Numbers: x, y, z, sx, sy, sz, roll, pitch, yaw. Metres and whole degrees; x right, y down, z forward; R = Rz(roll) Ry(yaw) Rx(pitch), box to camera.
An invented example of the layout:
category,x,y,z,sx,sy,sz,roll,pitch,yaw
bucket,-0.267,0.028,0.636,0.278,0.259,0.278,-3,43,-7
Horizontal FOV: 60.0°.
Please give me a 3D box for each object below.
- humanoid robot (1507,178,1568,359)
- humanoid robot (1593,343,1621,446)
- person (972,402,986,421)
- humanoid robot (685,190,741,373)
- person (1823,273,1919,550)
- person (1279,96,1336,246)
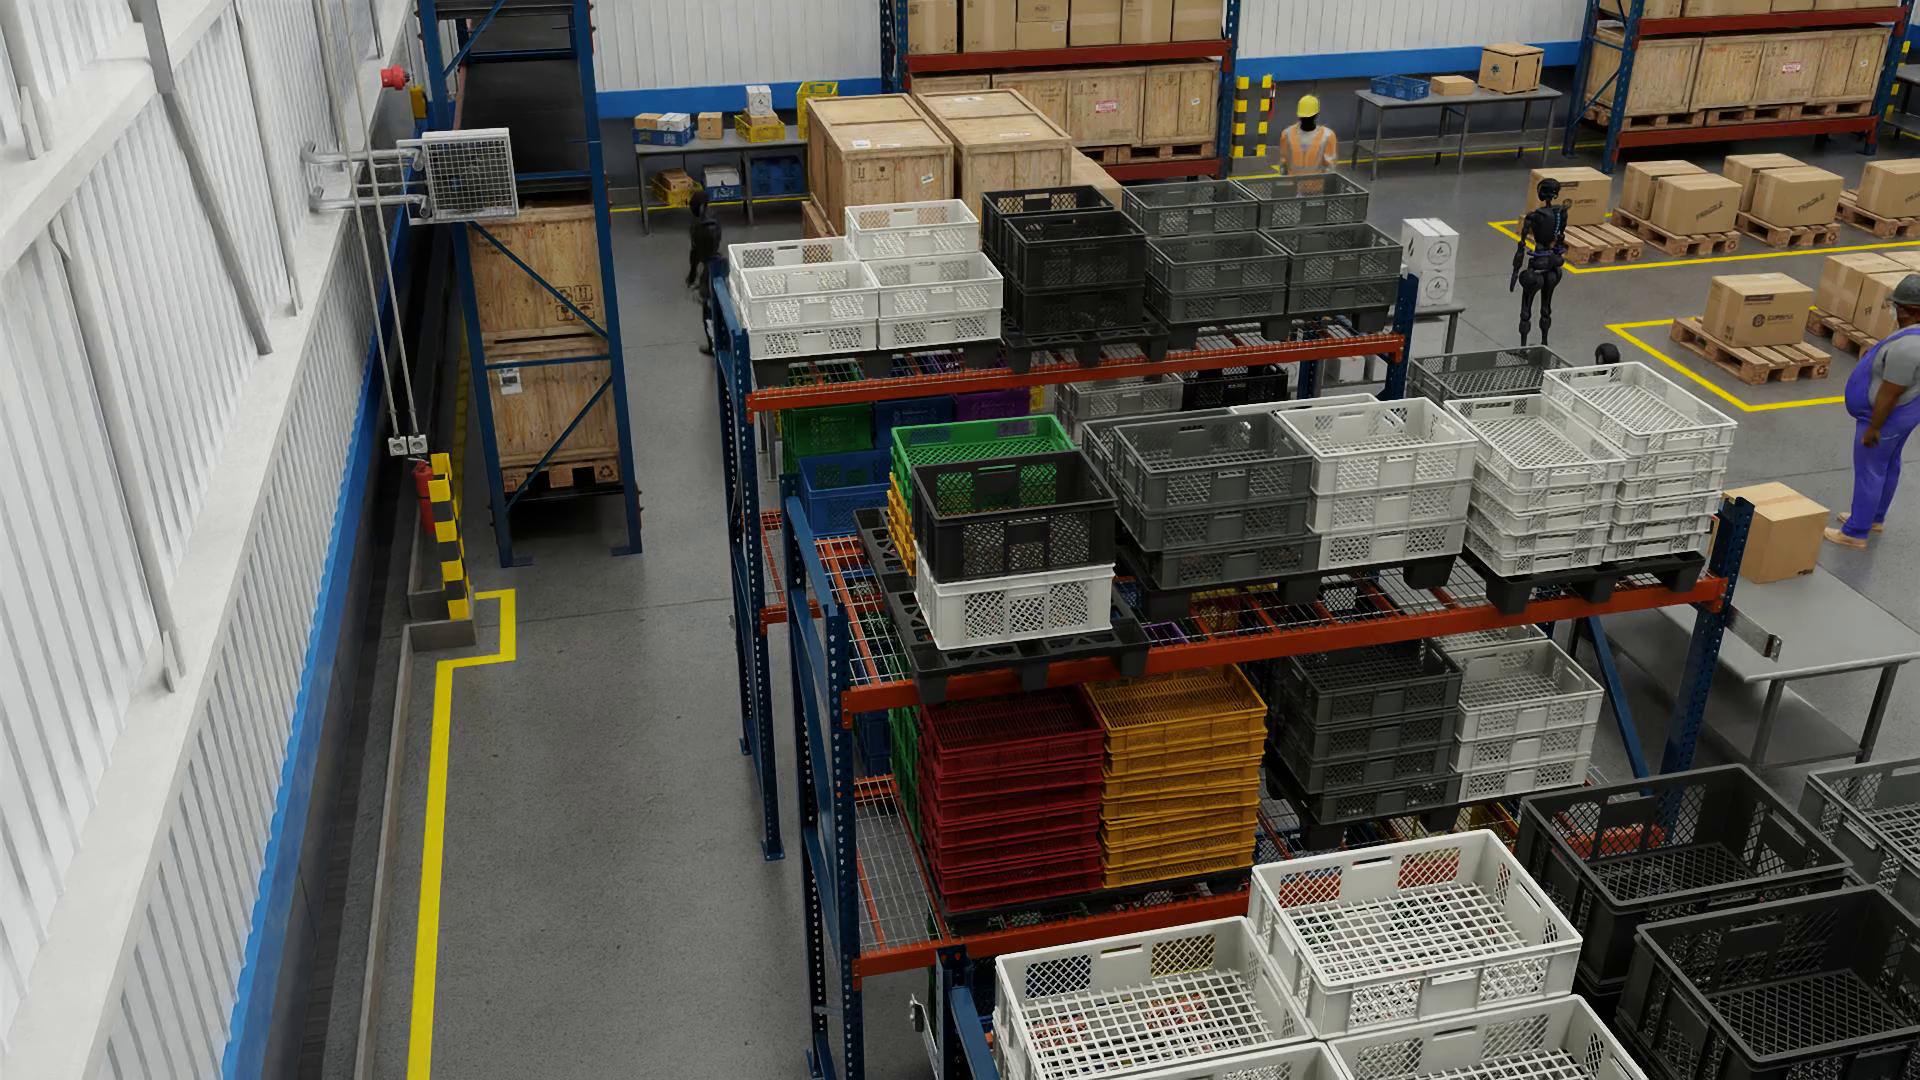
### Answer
category,x,y,z,sx,sy,sz,roll,pitch,yaw
humanoid robot,5.329,-2.505,15.287,0.573,1.651,0.339,-13,30,-23
humanoid robot,4.394,-0.586,11.633,0.589,1.657,0.327,-3,28,-5
person,0.171,-0.076,10.460,0.354,1.883,0.573,-23,36,-37
humanoid robot,-2.305,-2.369,15.048,0.412,1.633,0.736,-16,32,-28
person,6.622,-0.940,11.933,0.536,2.000,0.680,24,36,38
person,3.578,-3.675,17.294,0.605,1.873,0.981,9,29,17
